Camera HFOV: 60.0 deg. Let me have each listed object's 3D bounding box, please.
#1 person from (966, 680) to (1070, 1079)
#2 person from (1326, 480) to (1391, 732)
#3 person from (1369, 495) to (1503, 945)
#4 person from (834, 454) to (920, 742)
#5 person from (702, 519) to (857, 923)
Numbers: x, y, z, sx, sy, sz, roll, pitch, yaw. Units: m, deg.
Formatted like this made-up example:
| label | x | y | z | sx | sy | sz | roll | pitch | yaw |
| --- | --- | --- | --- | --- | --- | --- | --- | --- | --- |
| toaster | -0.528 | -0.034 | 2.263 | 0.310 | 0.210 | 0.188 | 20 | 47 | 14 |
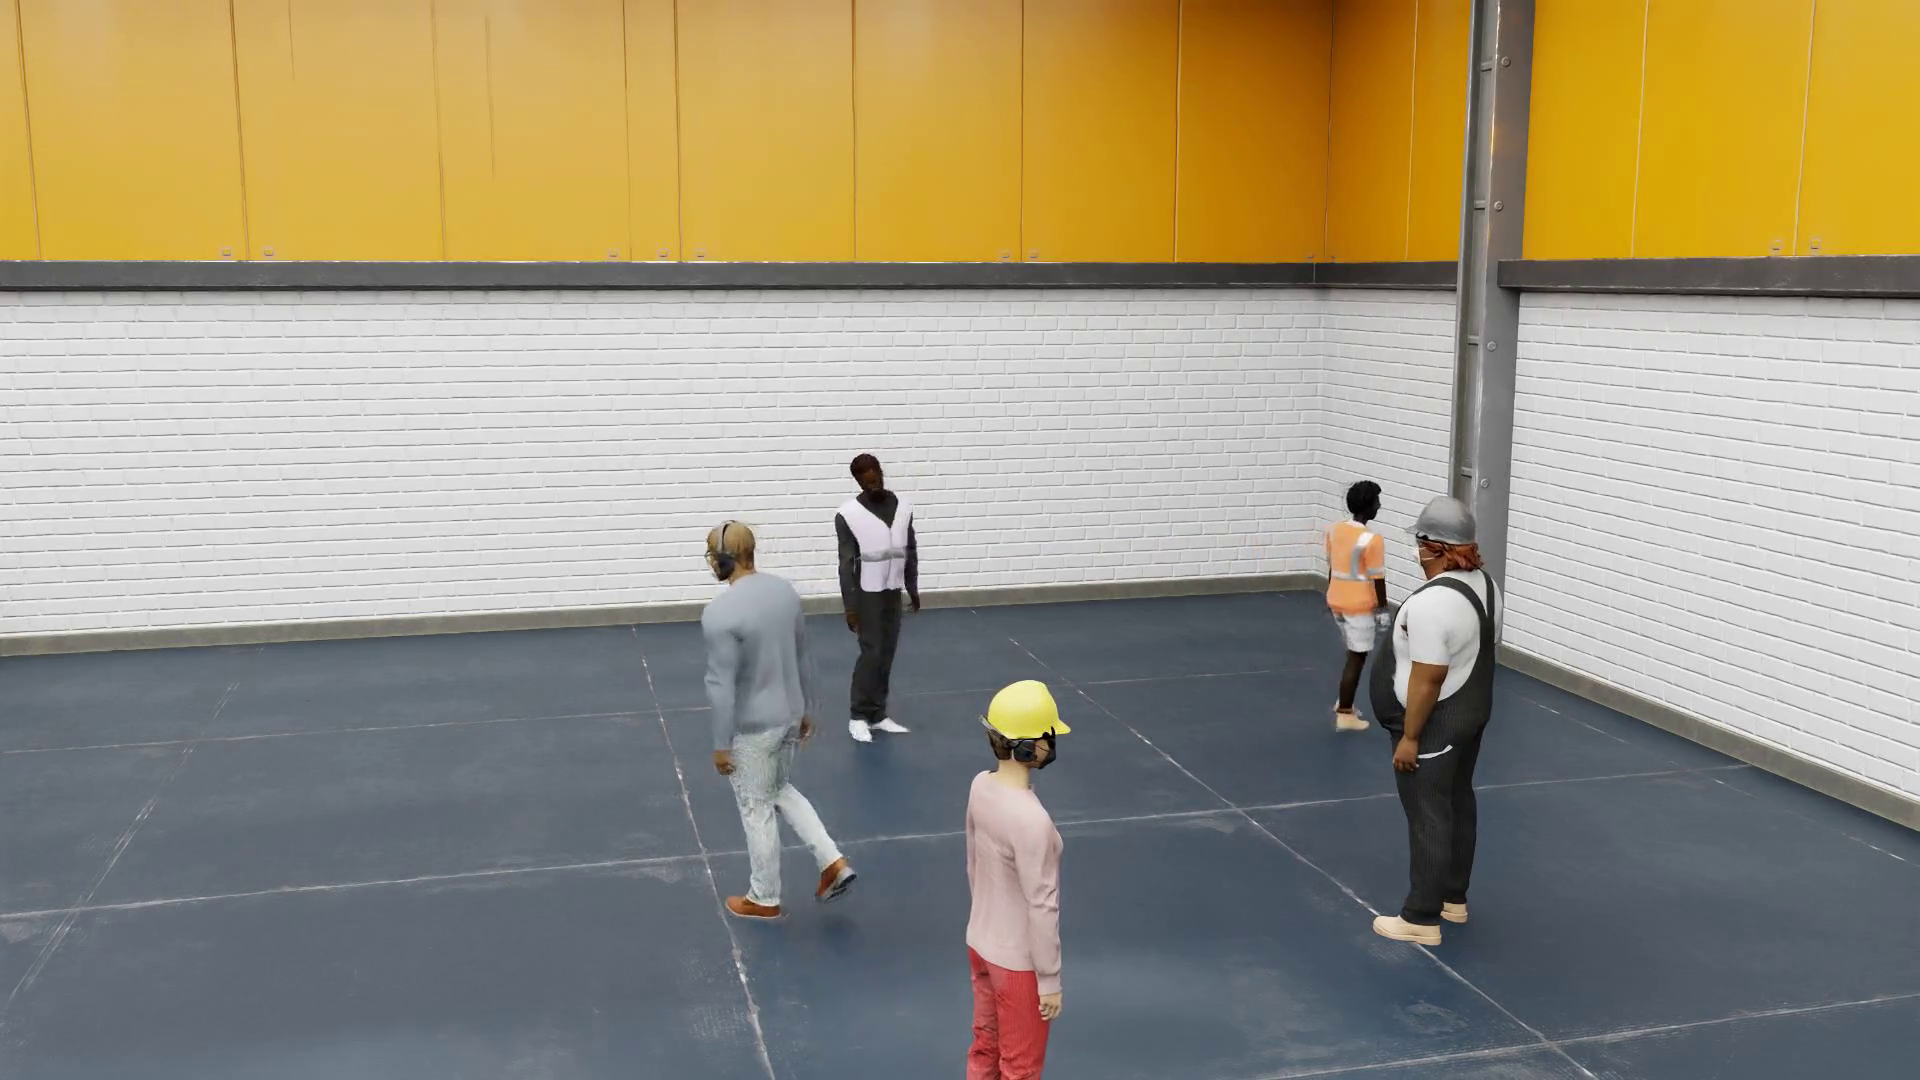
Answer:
| label | x | y | z | sx | sy | sz | roll | pitch | yaw |
| --- | --- | --- | --- | --- | --- | --- | --- | --- | --- |
| person | 0.189 | 1.311 | 5.293 | 0.312 | 1.768 | 0.529 | -4 | 10 | -23 |
| person | 2.657 | 0.439 | 10.998 | 0.437 | 1.678 | 0.548 | -3 | 10 | -20 |
| person | 2.136 | 0.805 | 7.597 | 0.538 | 2.000 | 0.684 | 7 | 12 | 38 |
| person | -0.555 | 0.363 | 10.901 | 0.377 | 1.884 | 0.632 | 9 | 13 | 44 |
| person | -0.875 | 0.859 | 7.658 | 0.603 | 1.915 | 0.650 | 4 | 10 | 26 |
